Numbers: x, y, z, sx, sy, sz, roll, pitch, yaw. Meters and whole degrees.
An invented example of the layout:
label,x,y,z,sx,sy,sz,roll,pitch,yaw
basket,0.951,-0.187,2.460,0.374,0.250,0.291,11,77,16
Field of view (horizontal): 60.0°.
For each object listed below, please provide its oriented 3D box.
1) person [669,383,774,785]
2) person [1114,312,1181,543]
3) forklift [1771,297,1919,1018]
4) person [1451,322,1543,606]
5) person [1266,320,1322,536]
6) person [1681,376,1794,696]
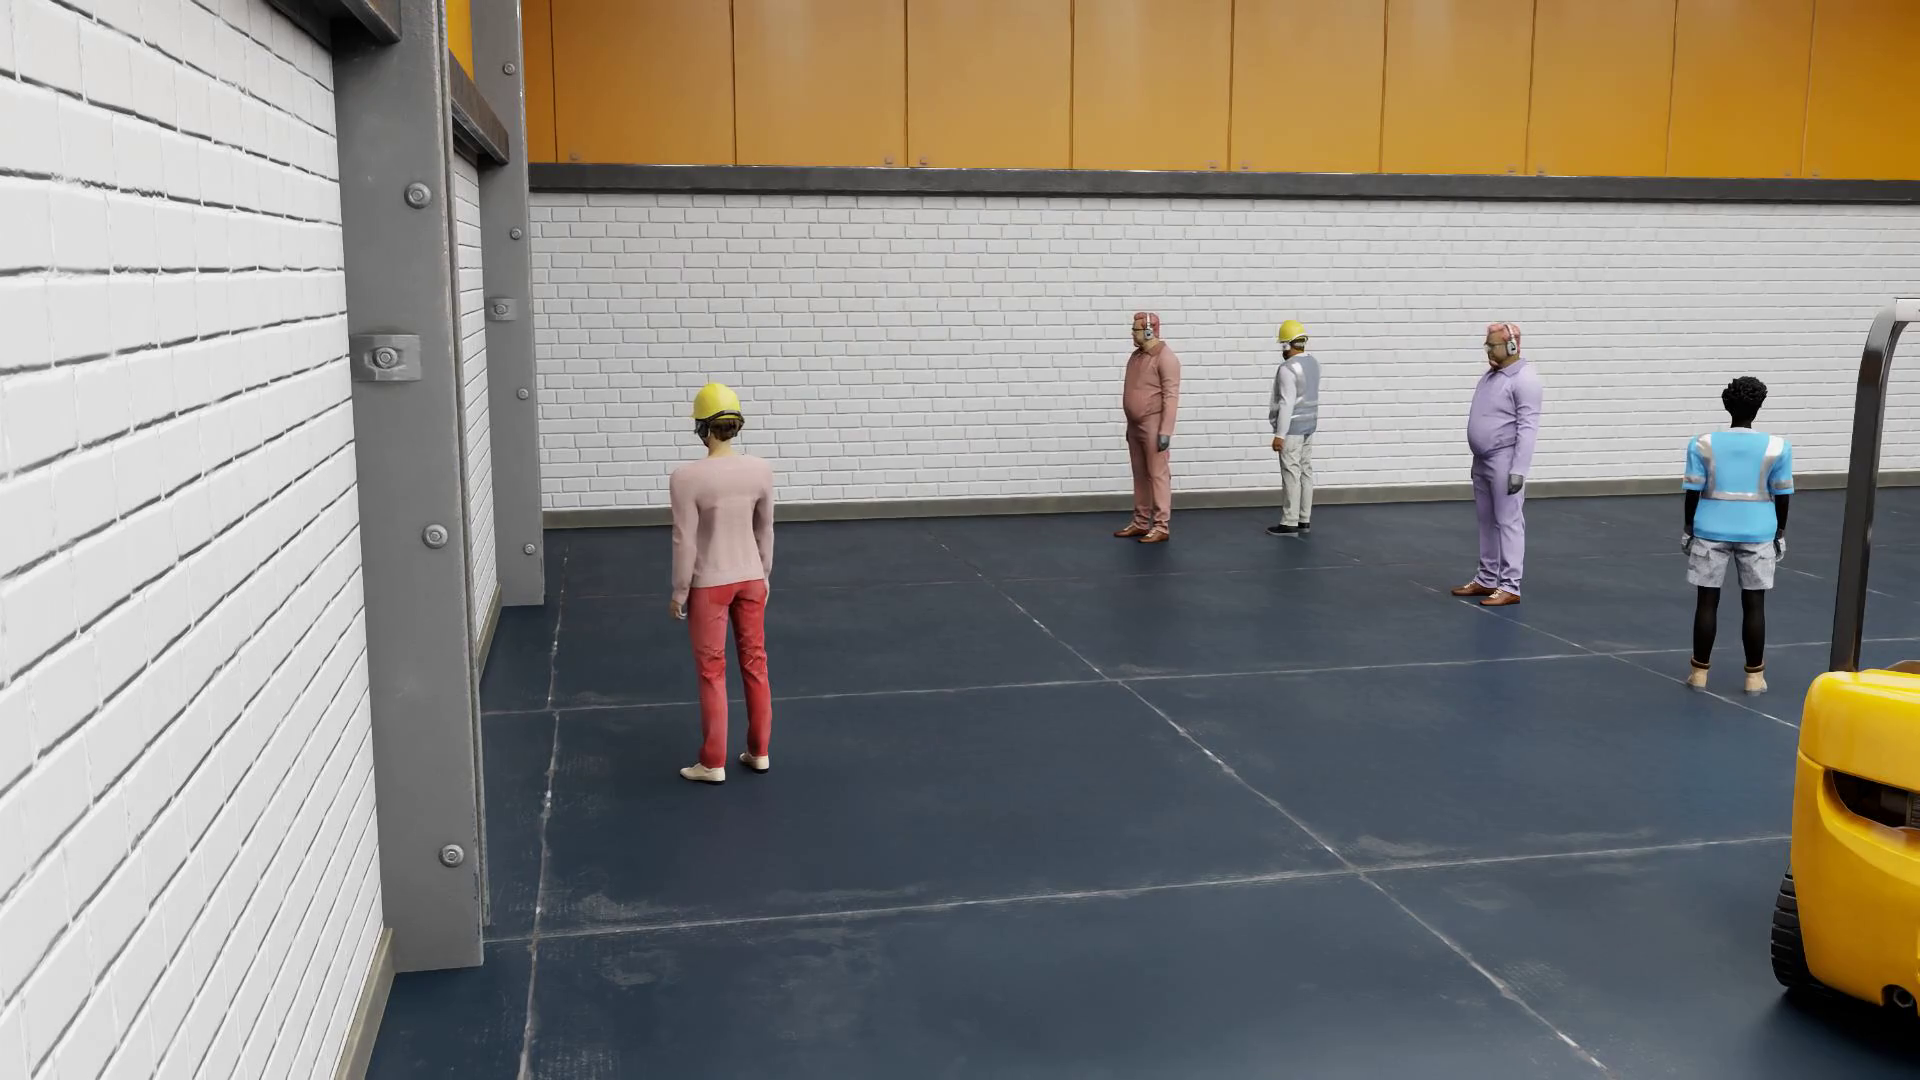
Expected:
label,x,y,z,sx,sy,sz,roll,pitch,yaw
person,-1.048,0.194,7.332,0.524,1.769,0.308,-8,12,-41
person,1.540,-0.927,13.748,0.399,1.905,0.642,-4,10,-24
forklift,3.542,0.334,5.177,2.313,2.155,1.214,-9,13,-43
person,3.618,-0.512,11.215,0.408,1.907,0.638,-2,9,-11
person,2.812,-0.942,14.077,0.404,1.825,0.586,7,12,38
person,4.116,-0.020,8.845,0.539,1.695,0.318,4,10,25
